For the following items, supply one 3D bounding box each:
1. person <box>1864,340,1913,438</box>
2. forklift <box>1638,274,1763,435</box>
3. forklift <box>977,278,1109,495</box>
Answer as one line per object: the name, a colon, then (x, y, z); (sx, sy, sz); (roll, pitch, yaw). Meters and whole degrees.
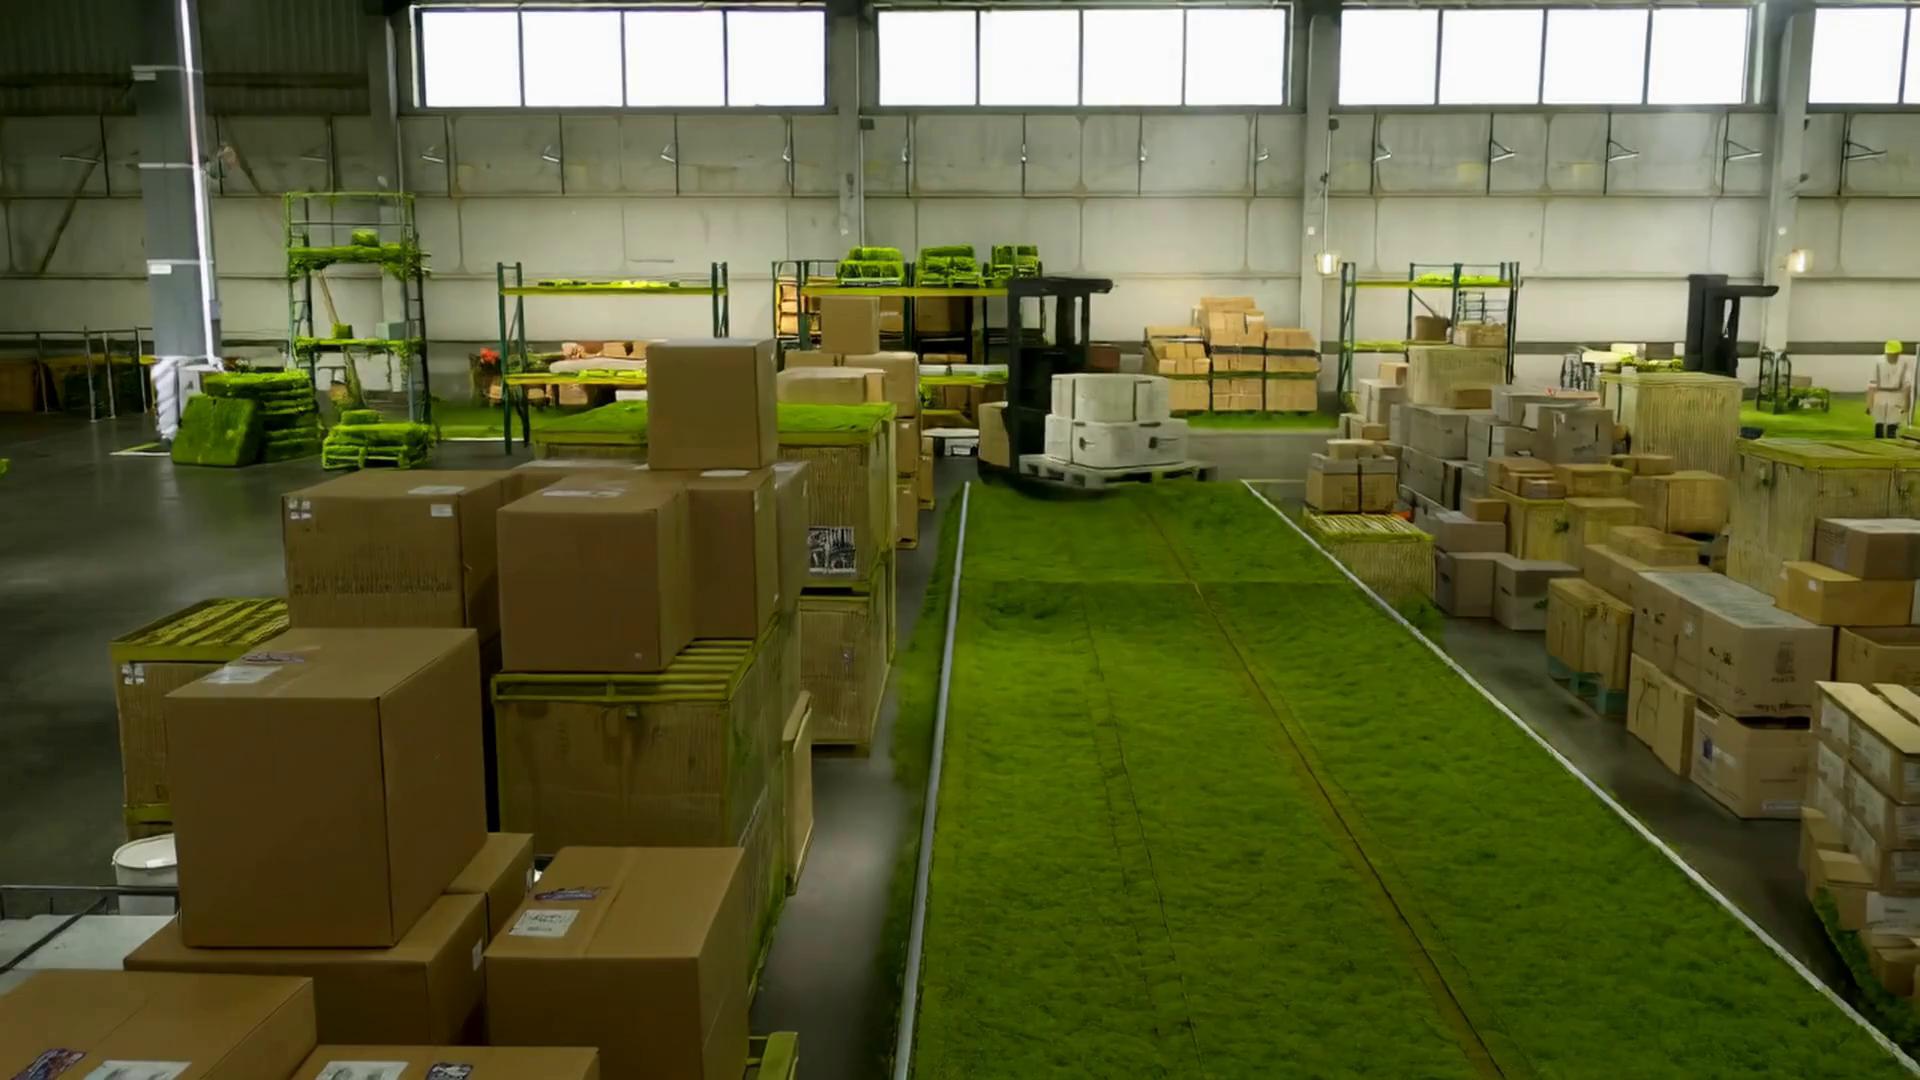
person: (13.844, -2.034, 24.814); (0.574, 1.888, 0.990); (7, 11, 34)
forklift: (13.030, -3.274, 29.248); (1.873, 2.768, 1.129); (0, 9, 1)
forklift: (1.072, -2.121, 22.343); (1.129, 2.768, 1.873); (-4, 10, -24)
